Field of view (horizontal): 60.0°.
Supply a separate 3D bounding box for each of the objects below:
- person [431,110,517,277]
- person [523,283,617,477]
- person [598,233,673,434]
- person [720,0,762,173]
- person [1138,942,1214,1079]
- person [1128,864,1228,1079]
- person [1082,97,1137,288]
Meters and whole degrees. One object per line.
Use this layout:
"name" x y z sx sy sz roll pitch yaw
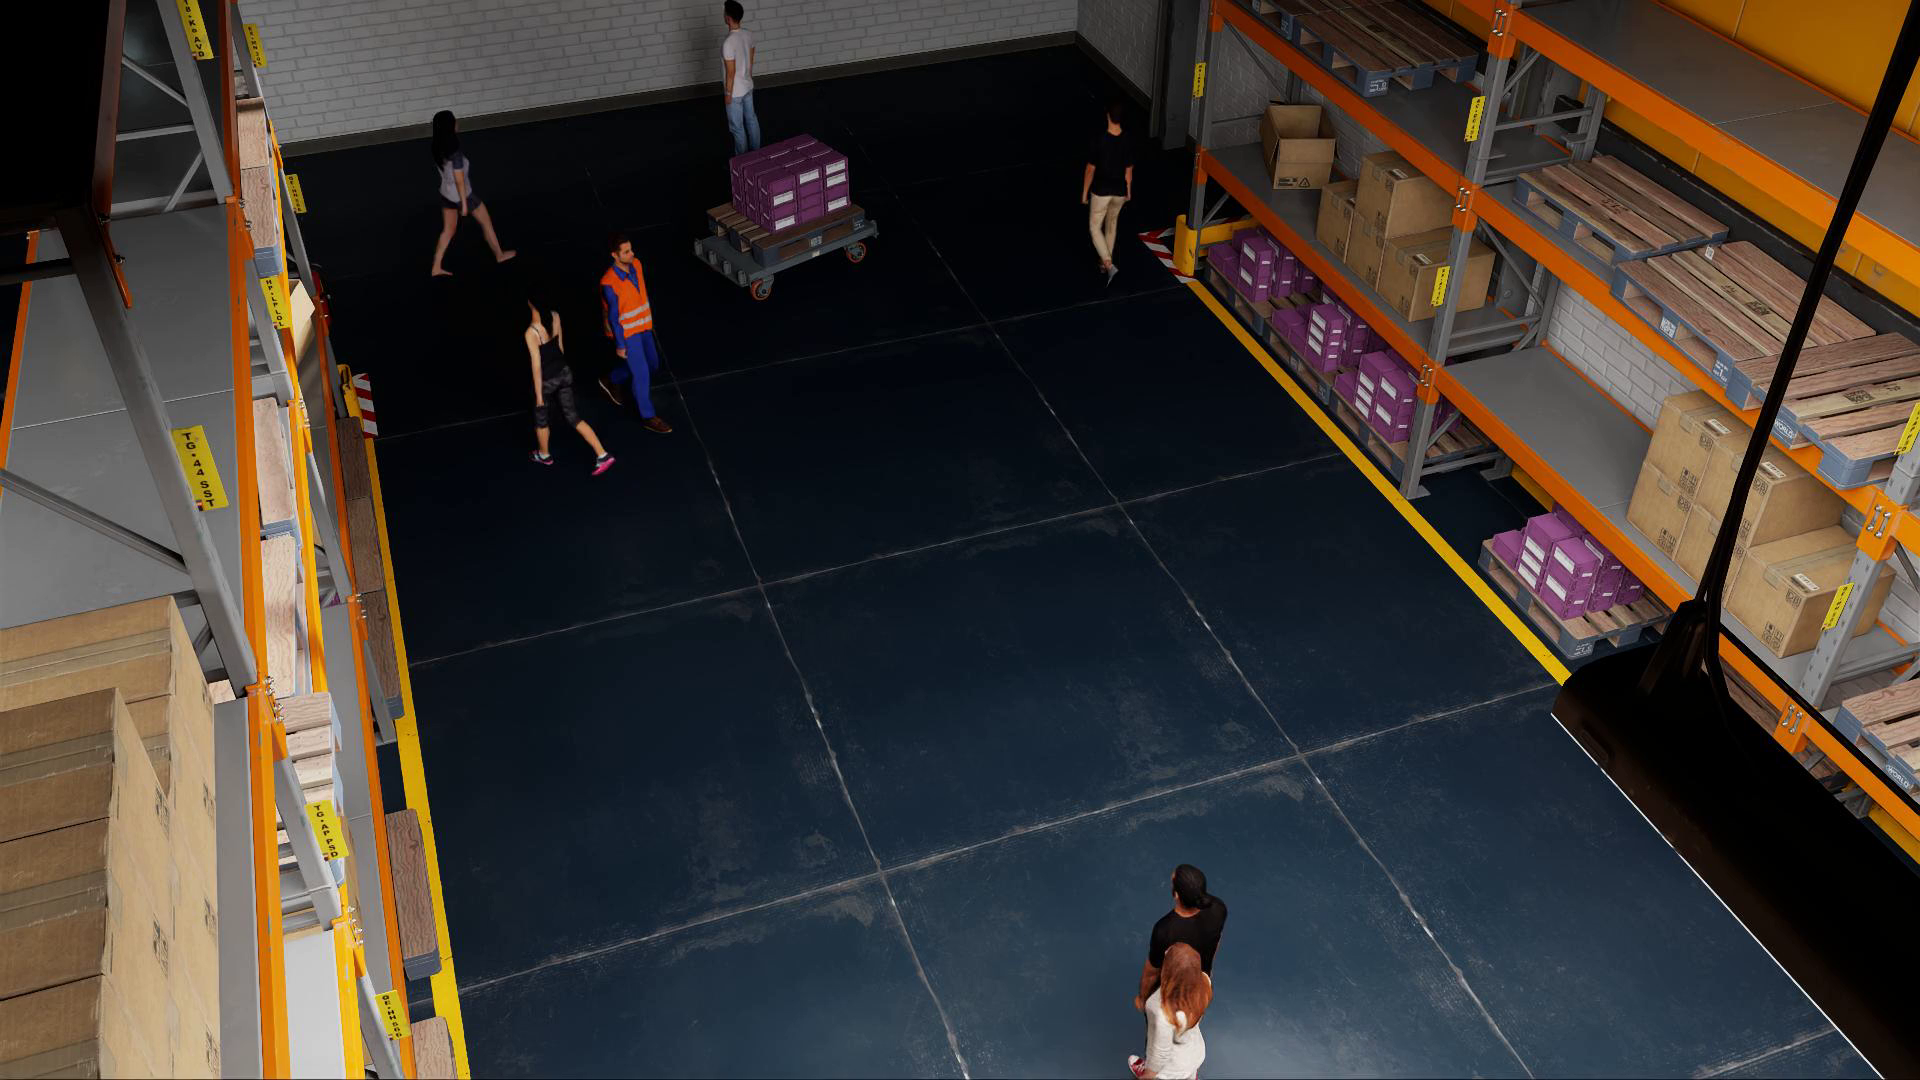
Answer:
"person" -4.883 -3.272 15.924 1.134 1.665 0.997 30 47 32
"person" -3.190 -1.250 13.372 1.145 1.689 1.040 17 42 20
"person" -2.802 -1.737 13.855 1.094 1.848 1.042 15 41 18
"person" -2.354 -4.833 17.716 0.804 1.867 0.749 17 42 20
"person" 1.104 2.637 8.486 0.706 1.713 0.693 29 47 31
"person" 1.146 2.361 8.797 0.693 1.756 0.691 -24 44 -27
"person" 1.438 -3.259 15.770 0.673 1.836 1.015 -10 40 -13
